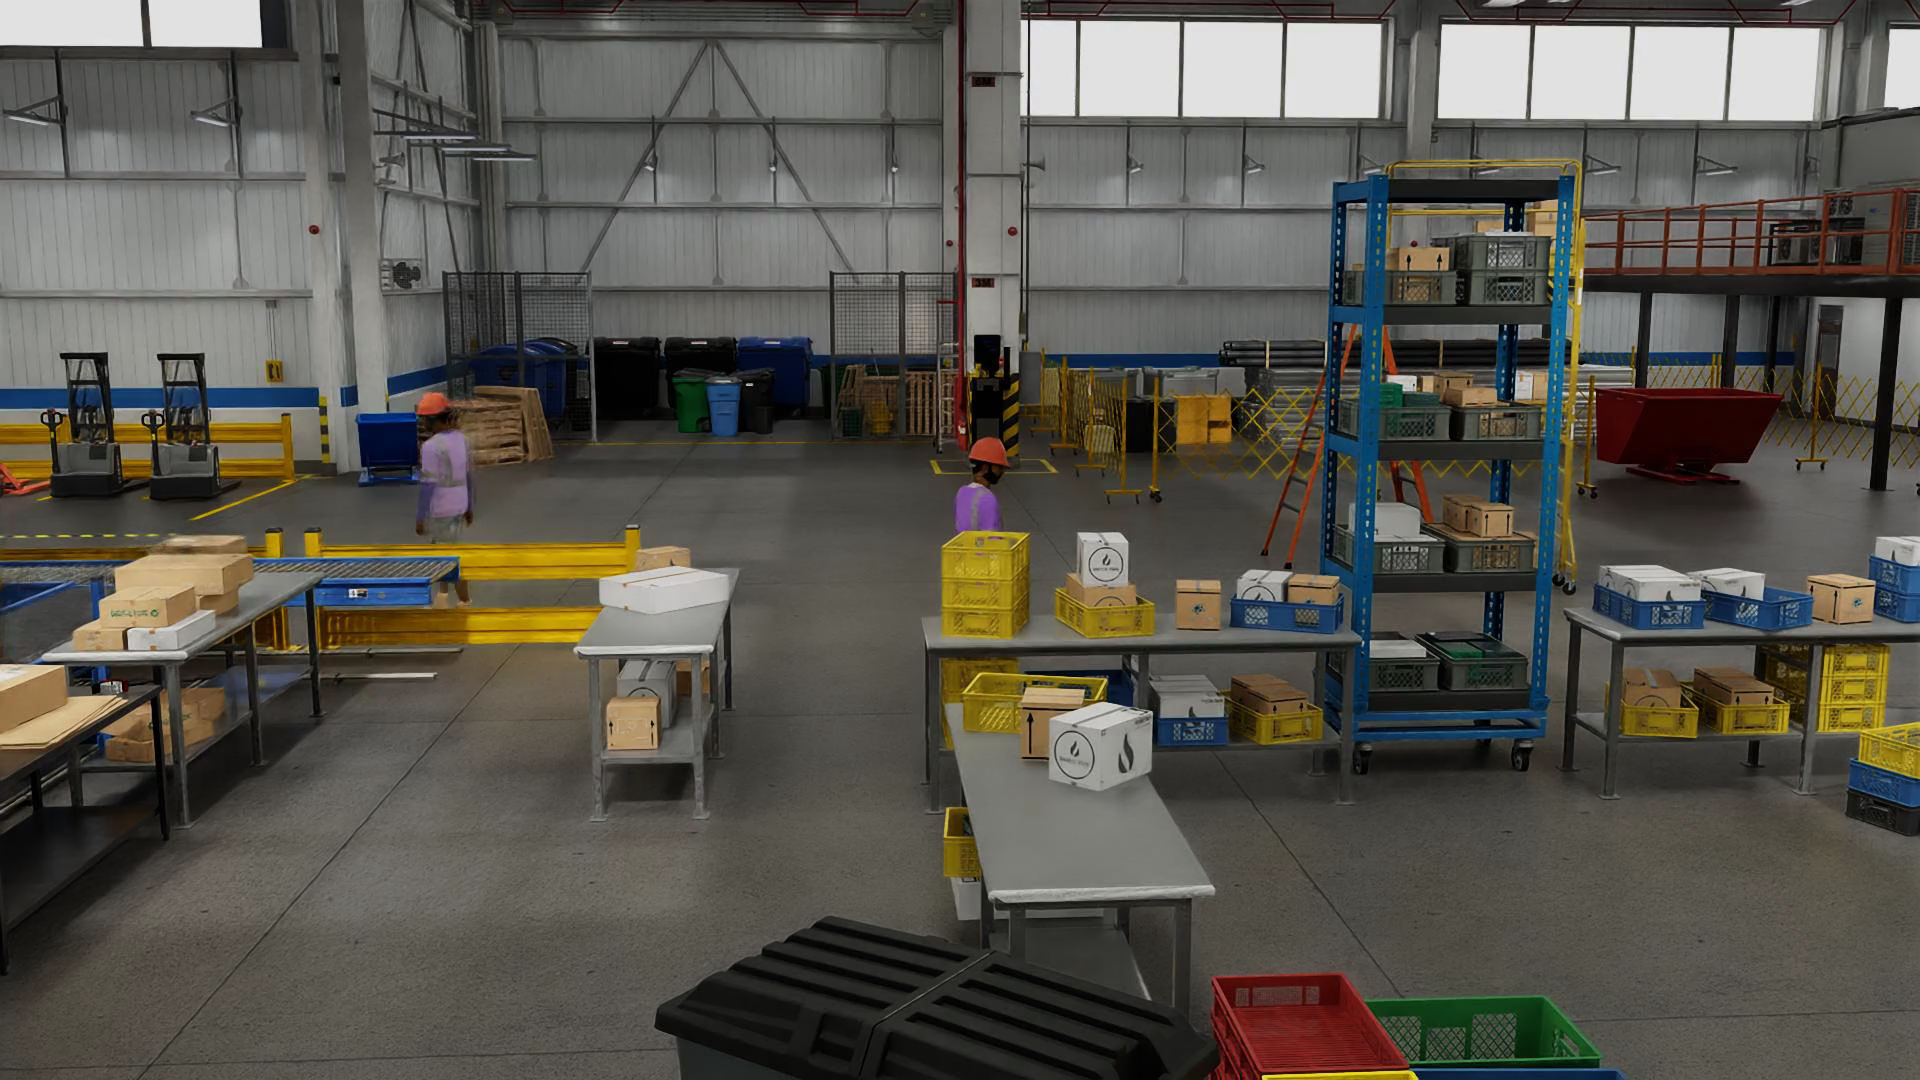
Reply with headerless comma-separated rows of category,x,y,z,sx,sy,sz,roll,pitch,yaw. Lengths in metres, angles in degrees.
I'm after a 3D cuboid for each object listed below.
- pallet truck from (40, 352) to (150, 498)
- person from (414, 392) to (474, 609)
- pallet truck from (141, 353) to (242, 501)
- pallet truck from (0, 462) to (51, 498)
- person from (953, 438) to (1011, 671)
pallet truck,-11.907,-1.642,23.165,0.823,1.965,1.885,0,9,0
person,-4.572,-0.275,14.503,0.766,2.016,0.654,2,9,12
pallet truck,-10.520,-1.604,22.925,0.823,1.965,1.885,-1,9,-6
pallet truck,-13.193,-1.293,23.148,0.653,1.274,1.630,-1,9,-4
person,0.167,0.258,11.456,0.375,1.927,0.543,-4,10,-24
